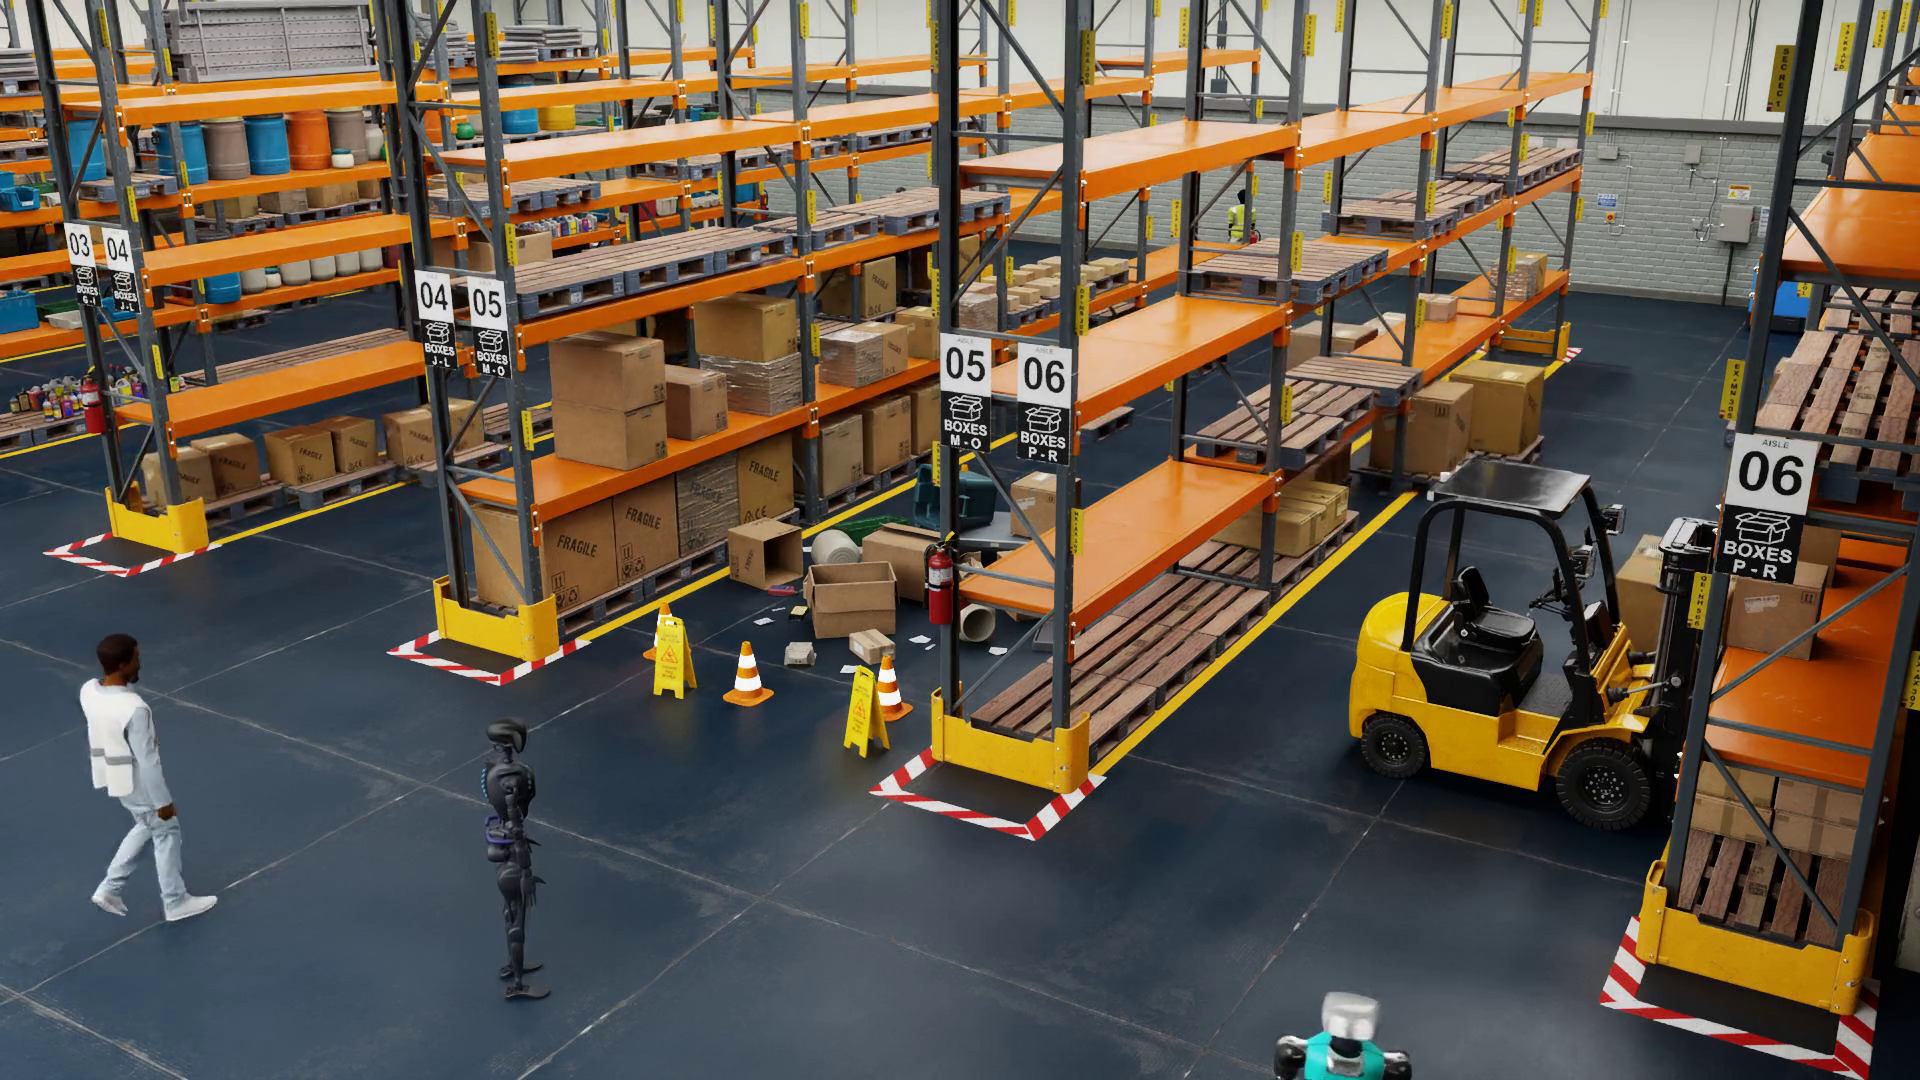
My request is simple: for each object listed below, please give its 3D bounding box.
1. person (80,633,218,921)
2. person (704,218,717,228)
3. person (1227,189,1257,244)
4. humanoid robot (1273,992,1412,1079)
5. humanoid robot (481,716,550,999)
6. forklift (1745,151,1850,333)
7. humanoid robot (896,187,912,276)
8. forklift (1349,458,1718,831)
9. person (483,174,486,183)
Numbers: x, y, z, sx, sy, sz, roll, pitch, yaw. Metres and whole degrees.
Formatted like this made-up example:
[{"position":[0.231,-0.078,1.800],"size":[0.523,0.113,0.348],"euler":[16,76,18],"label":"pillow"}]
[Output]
[{"position":[-4.918,1.443,9.932],"size":[0.612,1.897,0.567],"euler":[14,23,35],"label":"person"},{"position":[-5.237,-7.062,34.864],"size":[0.488,1.688,0.350],"euler":[-6,20,-17],"label":"person"},{"position":[5.176,-5.592,30.594],"size":[0.534,1.696,0.318],"euler":[0,19,0],"label":"person"},{"position":[1.520,2.555,6.999],"size":[0.582,1.785,0.821],"euler":[3,19,9],"label":"humanoid robot"},{"position":[-2.504,1.756,9.361],"size":[0.315,1.657,0.599],"euler":[-6,20,-17],"label":"humanoid robot"},{"position":[13.620,-4.667,26.137],"size":[1.873,2.768,1.129],"euler":[11,22,29],"label":"forklift"},{"position":[-1.031,-5.838,31.353],"size":[0.610,1.635,0.410],"euler":[15,24,37],"label":"humanoid robot"},{"position":[3.988,0.658,11.776],"size":[2.313,2.155,1.214],"euler":[11,22,29],"label":"forklift"},{"position":[-10.397,-7.726,36.605],"size":[0.329,1.800,0.539],"euler":[7,20,20],"label":"person"}]
